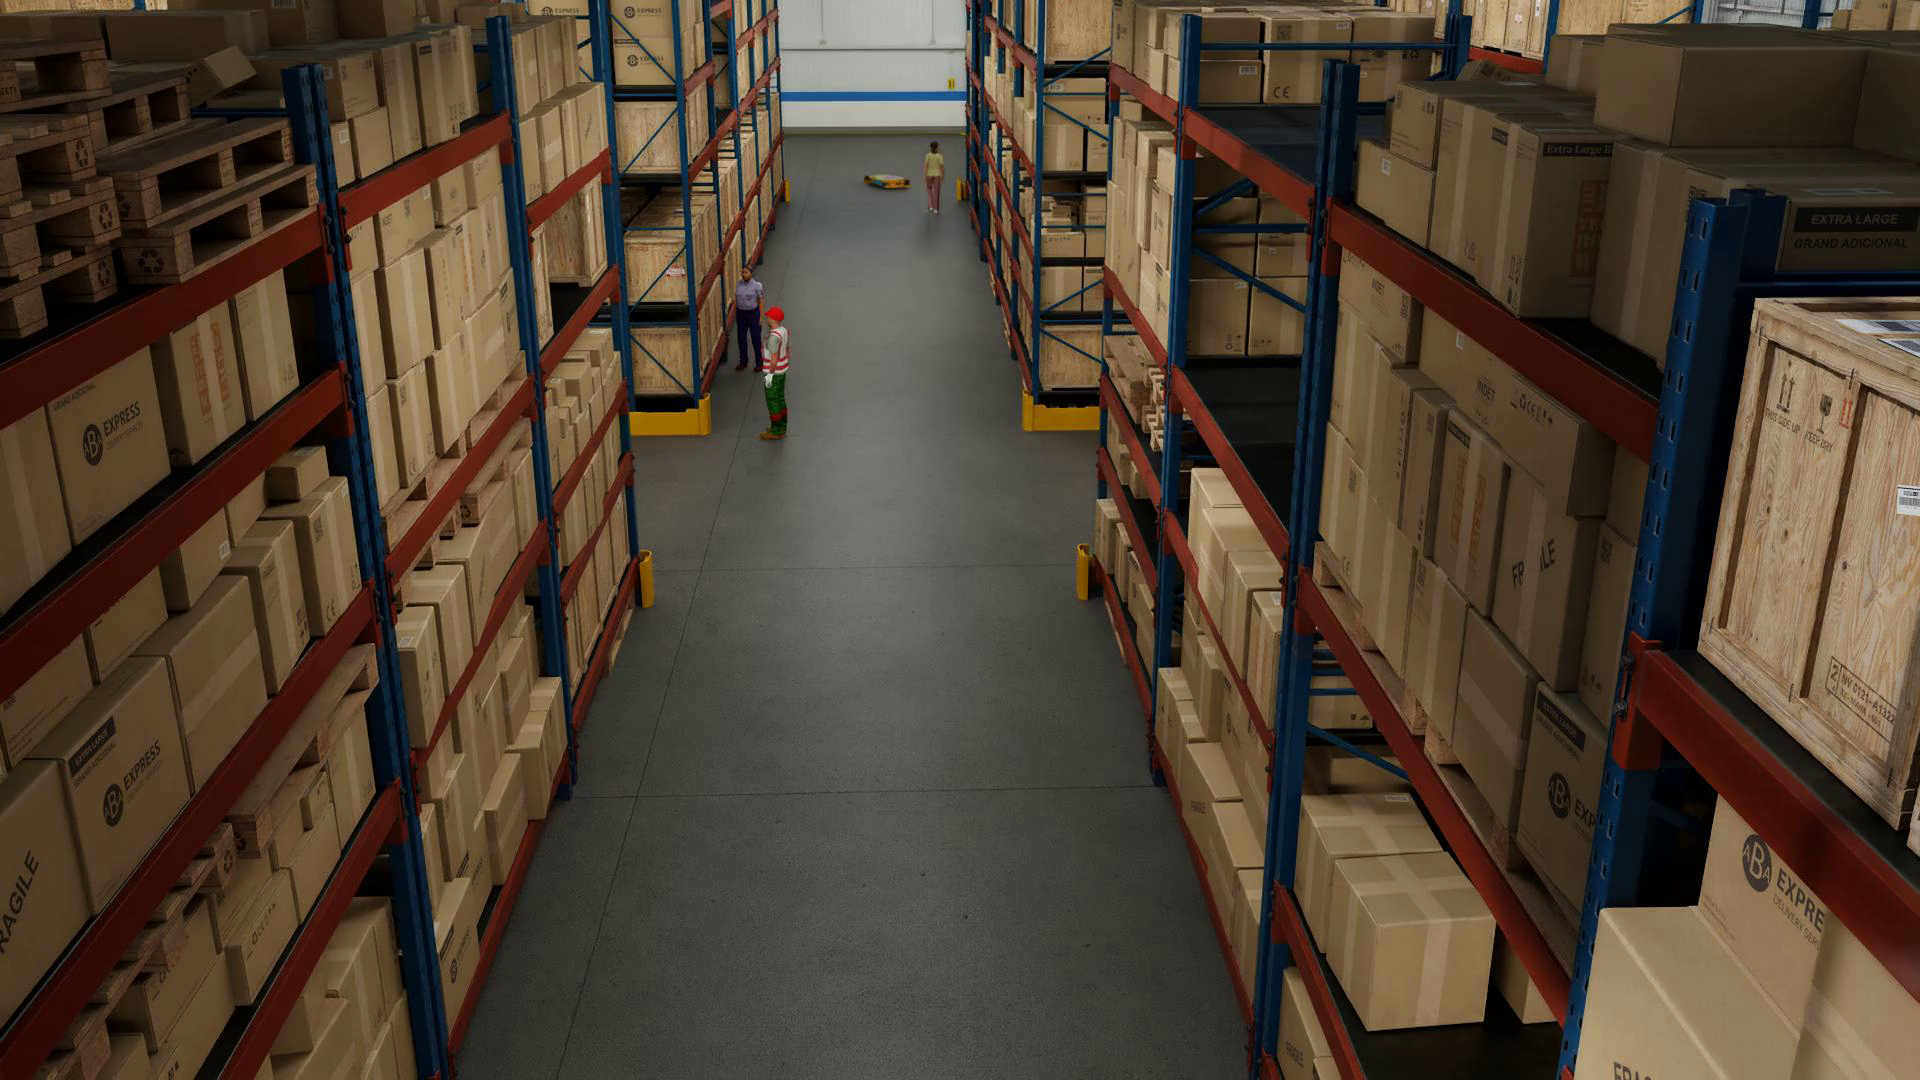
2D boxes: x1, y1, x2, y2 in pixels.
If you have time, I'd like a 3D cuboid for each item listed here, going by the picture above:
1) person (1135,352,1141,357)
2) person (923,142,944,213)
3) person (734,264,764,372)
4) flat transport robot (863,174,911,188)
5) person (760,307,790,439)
[{"bbox_3d":[2.406,-1.947,21.947,0.411,1.602,0.329,-6,21,-16],"label":"person"},{"bbox_3d":[-0.625,-8.686,39.858,0.500,1.693,0.455,2,21,4],"label":"person"},{"bbox_3d":[-3.305,-3.477,25.984,0.465,1.647,0.373,6,21,16],"label":"person"},{"bbox_3d":[-1.942,-9.528,44.255,0.659,0.255,1.431,-13,24,-31],"label":"flat transport robot"},{"bbox_3d":[-2.528,-2.277,22.561,0.394,1.794,0.536,5,21,13],"label":"person"}]
